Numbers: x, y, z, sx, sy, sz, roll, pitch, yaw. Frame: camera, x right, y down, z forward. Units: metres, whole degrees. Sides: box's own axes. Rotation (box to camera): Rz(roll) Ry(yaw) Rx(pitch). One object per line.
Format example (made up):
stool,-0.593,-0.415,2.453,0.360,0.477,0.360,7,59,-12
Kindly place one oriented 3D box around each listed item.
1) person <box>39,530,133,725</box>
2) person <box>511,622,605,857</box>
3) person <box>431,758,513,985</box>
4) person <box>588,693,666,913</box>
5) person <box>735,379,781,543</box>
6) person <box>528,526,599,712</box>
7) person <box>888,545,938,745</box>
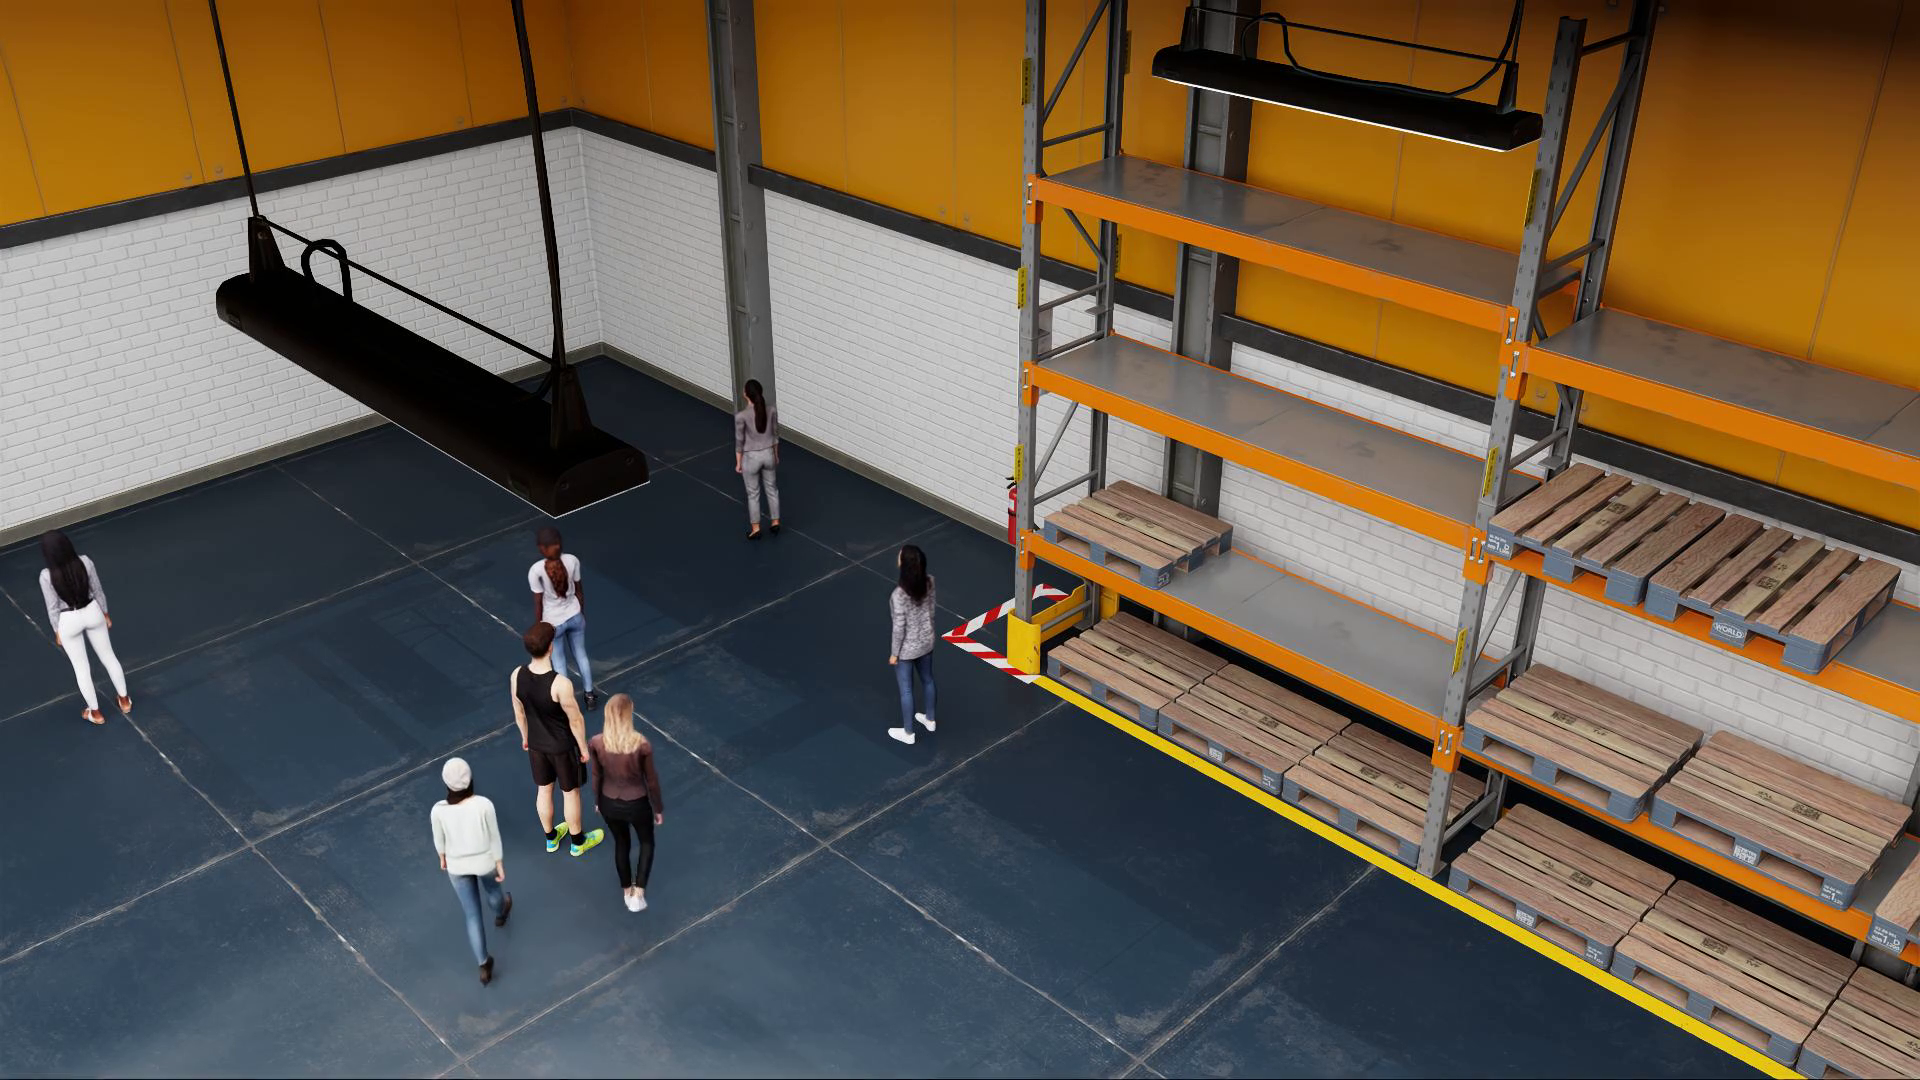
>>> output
person,-7.051,0.678,13.352,0.506,1.723,0.587,25,37,38
person,-2.891,1.425,11.807,0.694,1.892,0.838,9,30,16
person,-3.158,2.147,10.771,0.922,1.617,1.070,-5,29,-9
person,-2.280,1.850,11.243,0.841,1.687,0.902,0,29,1
person,-1.943,-0.767,16.049,0.673,1.678,0.663,-16,33,-27
person,-3.201,0.656,13.396,0.614,1.720,0.557,-20,34,-32
person,-0.365,0.806,13.108,0.506,1.733,0.603,25,37,38
